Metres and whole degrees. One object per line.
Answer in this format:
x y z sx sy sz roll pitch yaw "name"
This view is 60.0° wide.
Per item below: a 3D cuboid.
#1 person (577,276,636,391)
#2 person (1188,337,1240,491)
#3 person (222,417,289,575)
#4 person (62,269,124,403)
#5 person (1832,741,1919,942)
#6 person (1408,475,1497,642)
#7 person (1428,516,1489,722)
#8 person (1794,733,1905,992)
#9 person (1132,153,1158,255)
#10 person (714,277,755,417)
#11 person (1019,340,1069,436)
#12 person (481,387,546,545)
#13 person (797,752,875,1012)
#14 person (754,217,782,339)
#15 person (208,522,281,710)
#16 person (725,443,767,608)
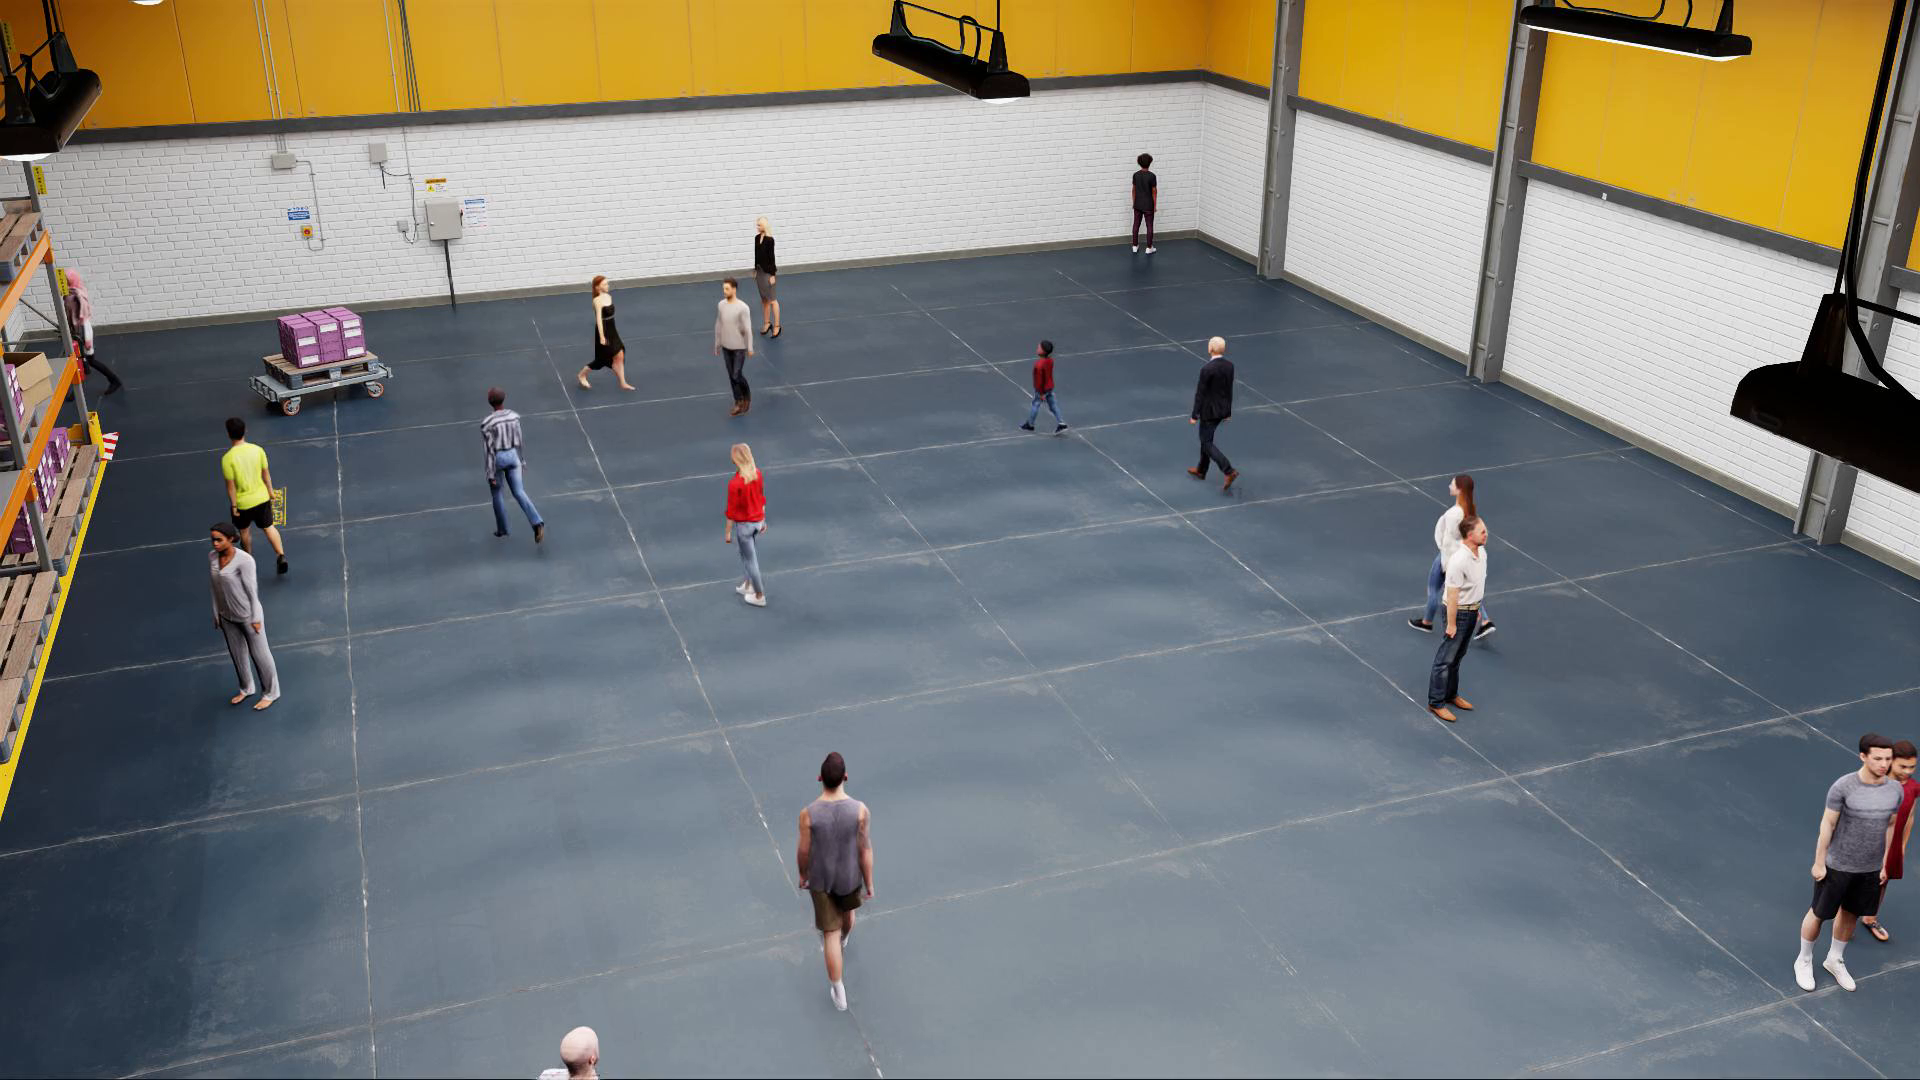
-4.911 -2.796 22.639 1.037 1.595 1.049 7 25 16 "person"
2.985 -1.454 19.338 0.929 1.778 1.194 -19 30 -36 "person"
-7.251 -0.416 17.090 0.907 1.678 1.168 -20 31 -38 "person"
-11.705 -2.754 22.309 1.053 1.781 0.979 20 30 38 "person"
6.399 2.065 11.571 0.651 1.551 0.710 2 24 4 "person"
4.737 0.196 15.708 1.171 1.664 0.955 20 30 38 "person"
4.331 0.636 14.461 0.742 1.856 0.725 -22 32 -40 "person"
5.914 2.119 11.049 0.724 1.871 0.678 0 24 -1 "person"
3.309 -6.065 29.880 0.714 1.785 0.775 11 26 23 "person"
-2.895 -2.532 21.711 0.775 1.854 0.848 13 27 27 "person"
1.130 -1.921 21.071 0.940 1.246 0.791 17 29 34 "person"
-4.795 -0.734 17.750 1.111 1.731 0.932 20 30 37 "person"
-0.816 2.277 10.929 0.782 1.807 1.166 -4 24 -9 "person"
-2.894 -3.948 24.968 0.625 1.840 0.741 21 31 40 "person"
-6.321 0.635 14.617 0.705 1.733 0.738 7 25 17 "person"
-2.025 -0.120 16.391 0.838 1.695 0.786 14 27 29 "person"
